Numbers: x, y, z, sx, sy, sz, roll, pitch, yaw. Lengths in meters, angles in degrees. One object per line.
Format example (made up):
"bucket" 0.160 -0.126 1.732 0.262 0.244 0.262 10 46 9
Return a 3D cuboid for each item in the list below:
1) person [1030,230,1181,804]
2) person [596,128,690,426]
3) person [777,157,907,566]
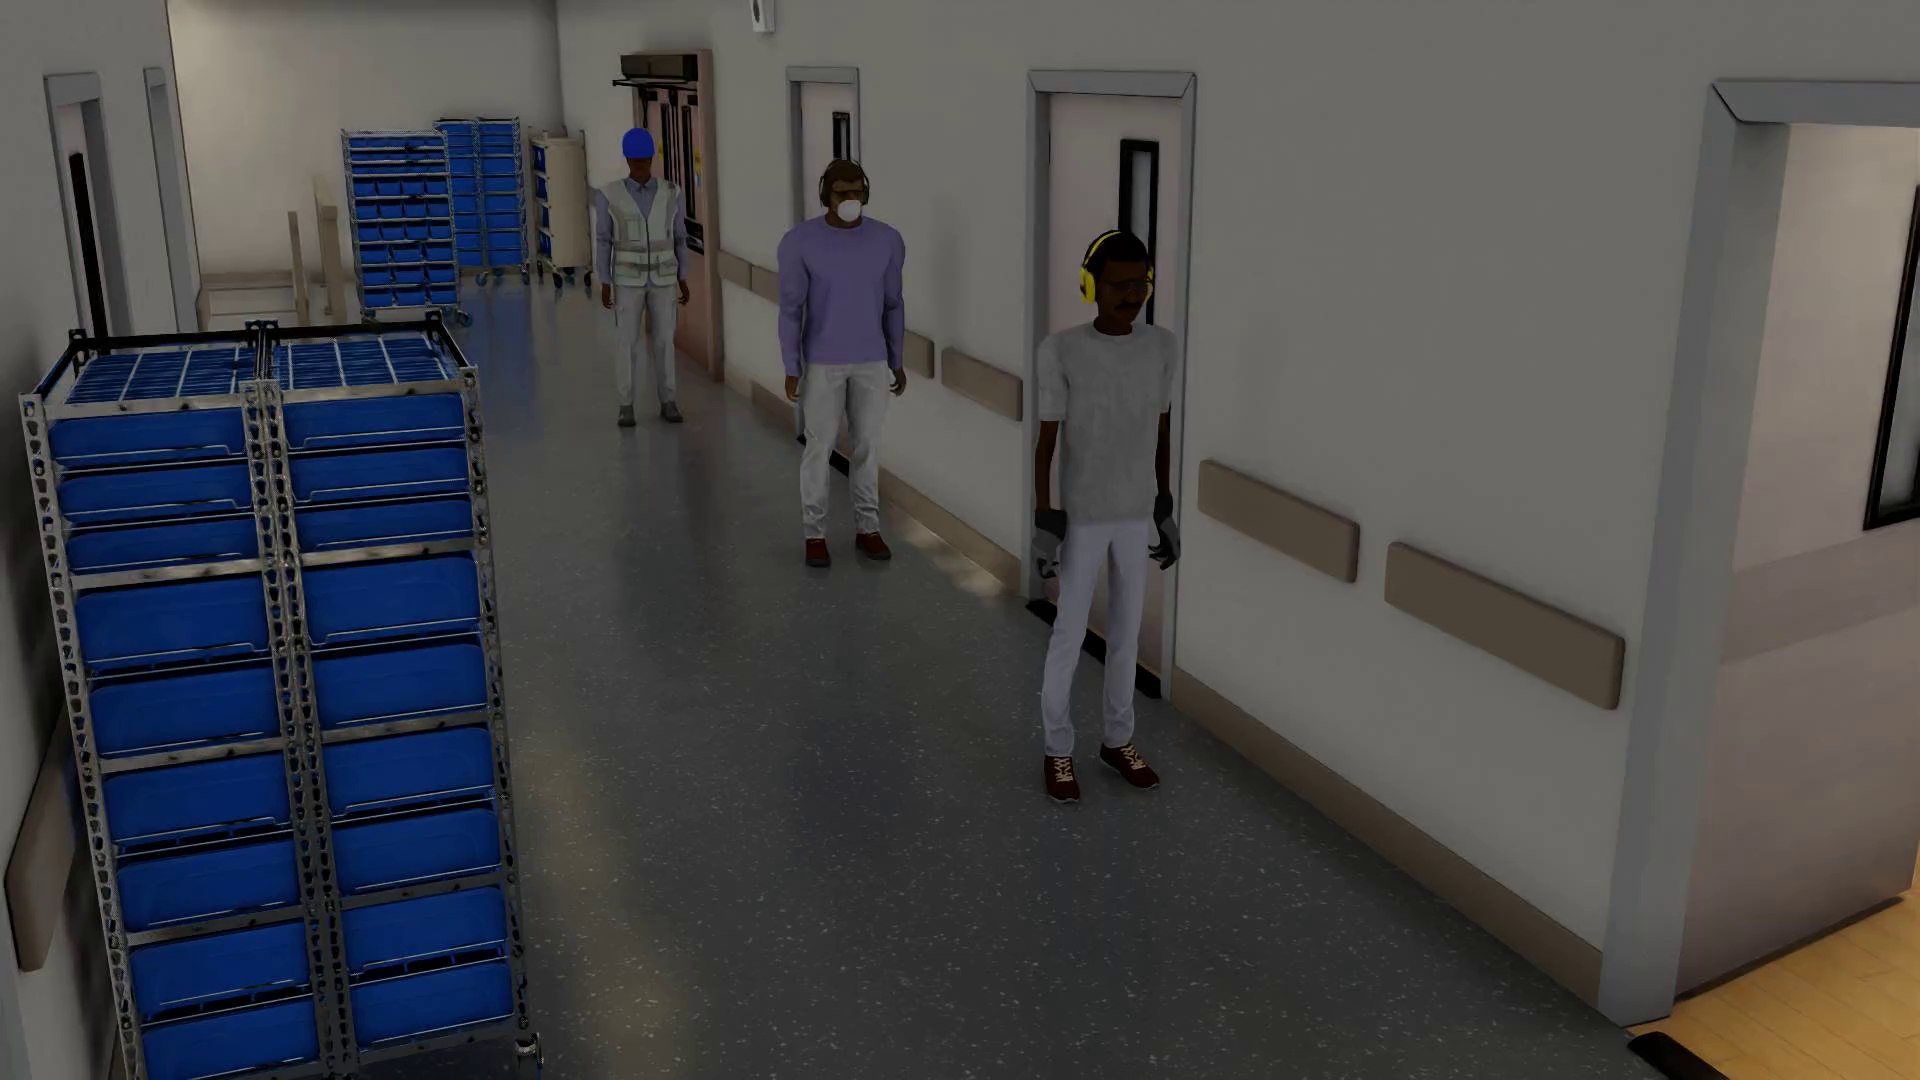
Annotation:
"person" 0.480 -0.066 5.400 0.533 1.864 0.310 -6 17 -21
"person" -2.086 -1.727 10.998 0.615 1.945 0.404 -6 17 -21
"person" -0.552 -0.841 7.950 0.635 1.936 0.356 -6 17 -21
